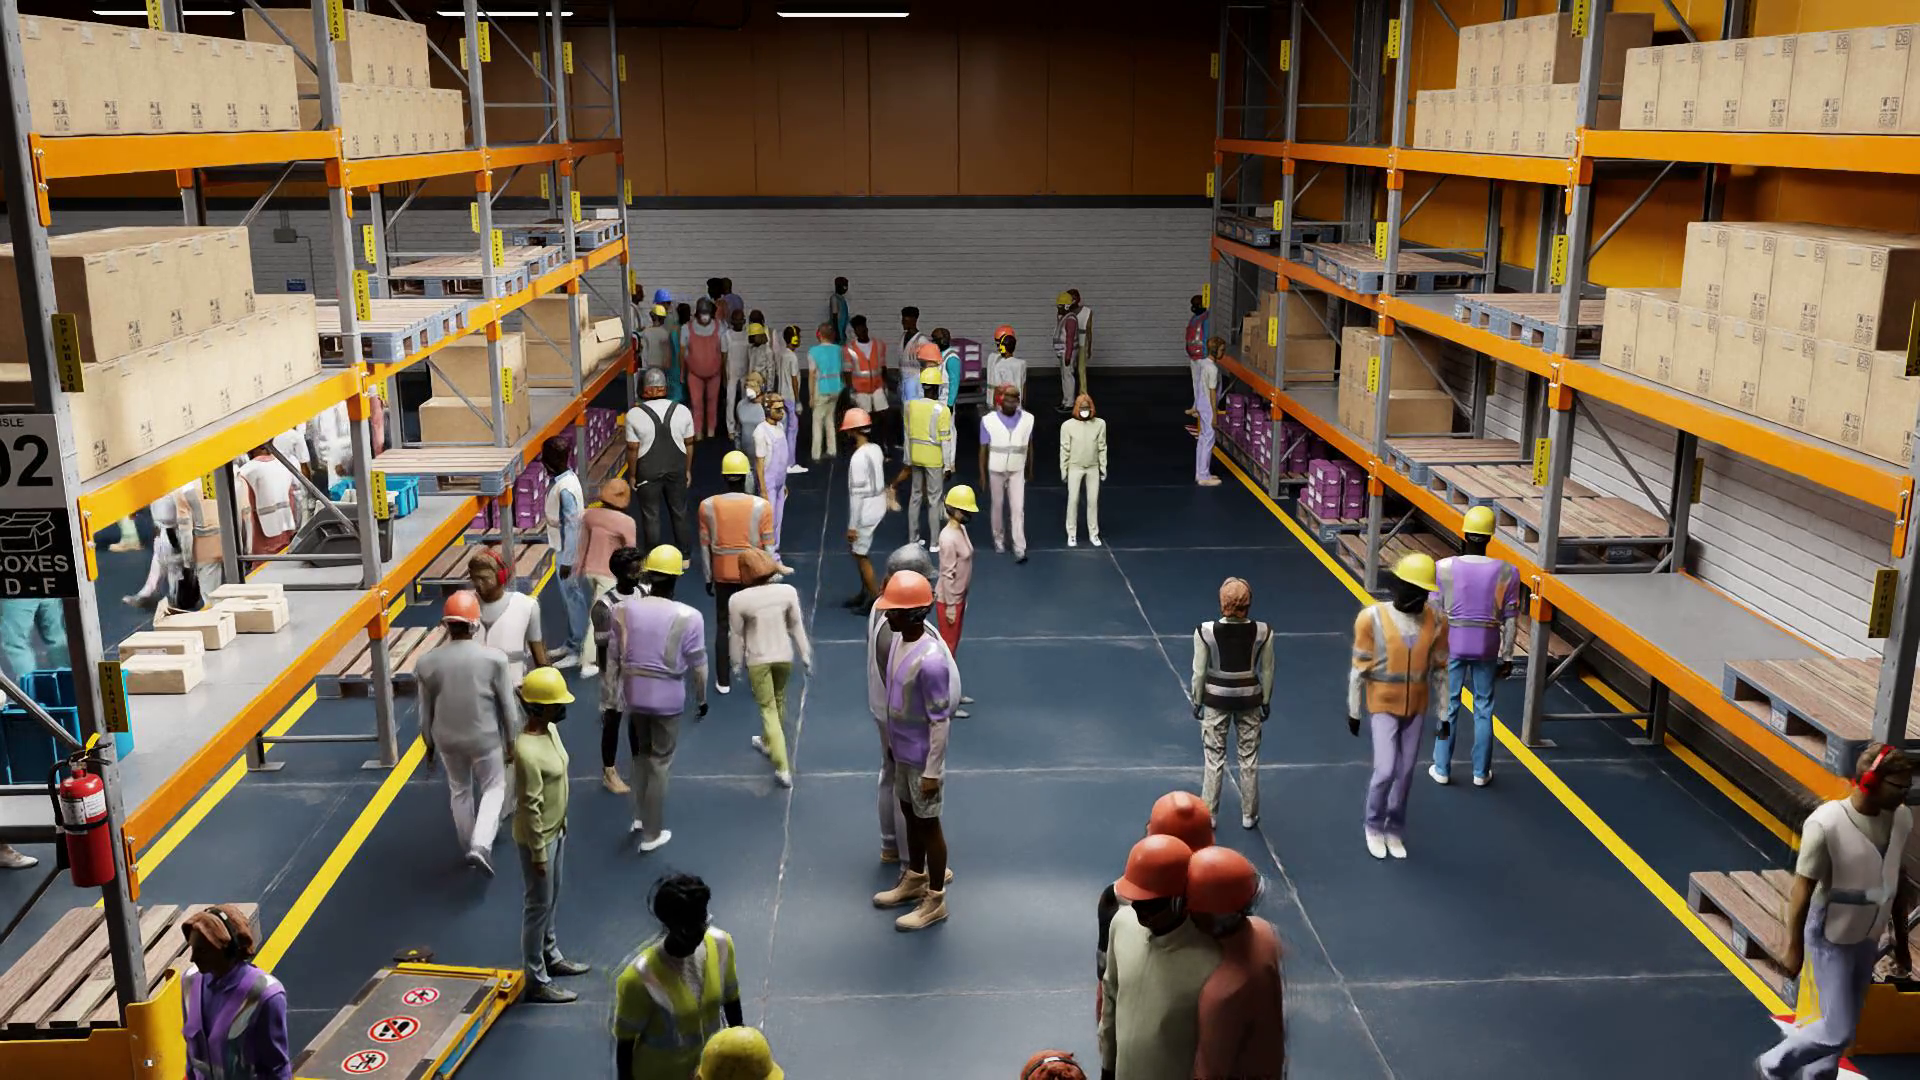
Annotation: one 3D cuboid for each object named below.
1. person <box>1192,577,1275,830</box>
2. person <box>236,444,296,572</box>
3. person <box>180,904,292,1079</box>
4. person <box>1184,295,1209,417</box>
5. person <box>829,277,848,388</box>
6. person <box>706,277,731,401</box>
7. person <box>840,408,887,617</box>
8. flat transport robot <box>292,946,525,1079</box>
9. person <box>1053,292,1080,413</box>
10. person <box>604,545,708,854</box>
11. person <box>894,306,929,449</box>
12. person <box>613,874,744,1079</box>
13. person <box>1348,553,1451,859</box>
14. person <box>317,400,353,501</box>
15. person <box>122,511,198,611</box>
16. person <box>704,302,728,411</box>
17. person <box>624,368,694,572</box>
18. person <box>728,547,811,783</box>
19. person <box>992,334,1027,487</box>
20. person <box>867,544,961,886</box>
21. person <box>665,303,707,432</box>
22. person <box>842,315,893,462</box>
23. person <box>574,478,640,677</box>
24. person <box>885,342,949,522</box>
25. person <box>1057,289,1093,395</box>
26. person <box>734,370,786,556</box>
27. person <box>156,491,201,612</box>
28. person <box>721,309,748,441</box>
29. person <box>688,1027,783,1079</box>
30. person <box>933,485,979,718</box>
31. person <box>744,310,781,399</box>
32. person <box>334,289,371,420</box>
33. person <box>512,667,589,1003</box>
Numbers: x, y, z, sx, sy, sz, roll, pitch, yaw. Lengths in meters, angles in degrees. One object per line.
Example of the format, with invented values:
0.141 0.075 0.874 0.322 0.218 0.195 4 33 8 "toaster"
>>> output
1.709 1.037 10.447 0.514 1.641 0.307 1 14 2 "person"
-5.883 -0.054 14.207 0.388 1.905 0.599 5 15 18 "person"
-2.674 2.118 6.226 0.519 1.633 0.311 7 16 25 "person"
3.596 -2.765 25.004 0.432 1.836 0.618 -4 15 -16 "person"
-2.000 -3.466 27.727 0.346 1.840 0.505 2 14 7 "person"
-3.817 -3.185 26.401 0.371 1.958 0.598 0 14 -1 "person"
-0.865 -0.232 14.892 0.400 1.926 0.572 3 15 12 "person"
-2.663 2.373 7.933 0.652 0.197 1.431 2 14 7 "flat transport robot"
1.617 -2.866 25.405 0.403 1.824 0.593 -1 14 -5 "person"
-1.844 0.966 10.213 0.609 1.892 0.615 4 15 16 "person"
-0.647 -2.170 22.385 0.364 1.965 0.609 -9 17 -32 "person"
-1.053 2.050 6.449 0.927 1.627 0.545 11 18 38 "person"
2.666 1.014 9.999 0.606 1.910 0.494 -2 14 -8 "person"
-6.527 -0.870 17.507 0.449 1.854 0.670 -1 14 -3 "person"
-7.397 -0.343 15.244 0.661 1.941 0.995 8 17 30 "person"
-3.785 -2.807 25.452 0.539 1.688 0.321 -2 14 -9 "person"
-2.988 -0.700 16.466 0.683 2.000 0.536 -6 16 -24 "person"
-1.315 0.826 11.398 0.536 1.579 0.830 -8 16 -28 "person"
0.596 -1.577 20.280 0.510 1.860 0.333 -9 17 -33 "person"
-0.262 1.004 9.776 0.538 2.000 0.684 -5 15 -19 "person"
-3.871 -2.405 23.479 0.709 1.879 0.613 4 15 15 "person"
-1.170 -1.948 21.599 0.653 1.925 0.760 -5 15 -18 "person"
-2.834 0.281 13.522 0.509 1.569 0.823 8 16 29 "person"
-0.459 -1.222 18.590 0.929 2.014 0.612 12 19 39 "person"
1.779 -2.992 25.891 0.572 1.830 0.411 5 15 19 "person"
-2.045 -0.761 16.908 0.631 1.940 0.372 9 17 33 "person"
-6.613 0.052 14.243 0.402 1.666 0.564 2 14 8 "person"
-3.087 -2.301 23.161 0.504 1.840 0.340 -6 15 -21 "person"
-0.696 2.320 5.225 0.319 1.737 0.483 3 15 11 "person"
-0.023 0.448 12.523 0.337 1.761 0.526 2 14 9 "person"
-2.789 -2.284 23.162 0.644 1.805 0.817 -2 14 -10 "person"
-9.148 -2.793 24.793 1.103 1.972 0.637 6 16 23 "person"
-2.088 1.487 8.446 0.341 1.760 0.525 0 14 -1 "person"
